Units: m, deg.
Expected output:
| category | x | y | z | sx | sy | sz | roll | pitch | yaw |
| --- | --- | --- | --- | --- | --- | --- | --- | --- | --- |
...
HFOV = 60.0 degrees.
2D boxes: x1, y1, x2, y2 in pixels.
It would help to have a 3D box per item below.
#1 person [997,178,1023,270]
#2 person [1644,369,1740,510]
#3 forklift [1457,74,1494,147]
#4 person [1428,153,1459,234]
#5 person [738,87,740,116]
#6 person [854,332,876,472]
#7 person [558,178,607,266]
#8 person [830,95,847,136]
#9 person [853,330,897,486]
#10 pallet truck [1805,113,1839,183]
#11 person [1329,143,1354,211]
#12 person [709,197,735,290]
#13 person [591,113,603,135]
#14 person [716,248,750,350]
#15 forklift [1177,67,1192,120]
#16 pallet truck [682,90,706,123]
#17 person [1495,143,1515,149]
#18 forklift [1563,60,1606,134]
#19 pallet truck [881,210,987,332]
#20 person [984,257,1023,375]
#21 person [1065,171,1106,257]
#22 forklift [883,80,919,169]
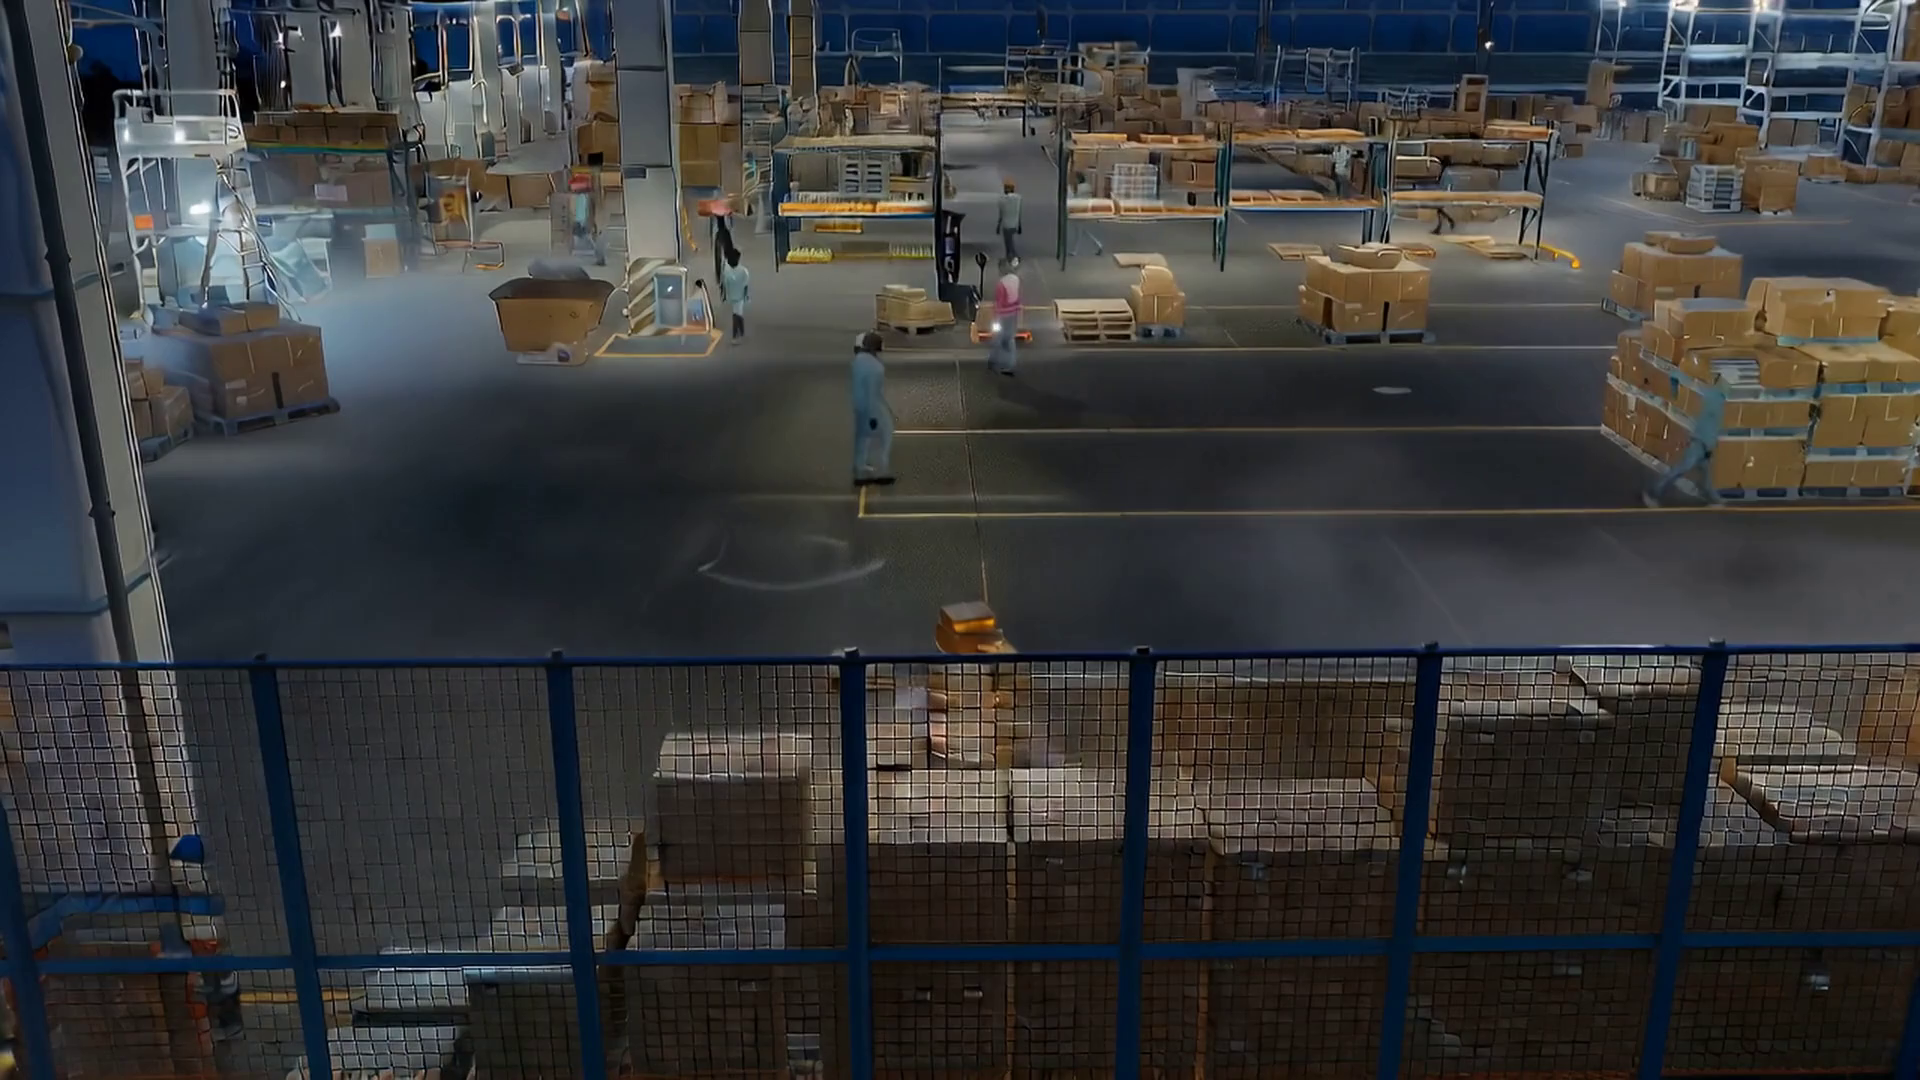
| category | x | y | z | sx | sy | sz | roll | pitch | yaw |
| --- | --- | --- | --- | --- | --- | --- | --- | --- | --- |
| person | 1.089 | -6.689 | 35.231 | 0.596 | 1.900 | 0.814 | -13 | 23 | -34 |
| person | 8.491 | -1.159 | 19.157 | 1.025 | 1.686 | 0.542 | 4 | 19 | 12 |
| forklift | 17.489 | -14.478 | 56.822 | 1.129 | 2.768 | 1.873 | -1 | 19 | -1 |
| person | 11.715 | -8.337 | 40.035 | 0.682 | 1.949 | 0.629 | -1 | 19 | -2 |
| person | -8.526 | -16.838 | 65.361 | 0.357 | 1.881 | 0.574 | 8 | 20 | 22 |
| person | -1.165 | -1.728 | 20.751 | 0.295 | 1.743 | 0.492 | -3 | 19 | -8 |
| person | -8.113 | -6.792 | 35.587 | 1.042 | 1.880 | 0.562 | -1 | 19 | -4 |
| person | -4.389 | -15.094 | 60.099 | 0.635 | 1.937 | 0.352 | -4 | 19 | -13 |
| person | -1.027 | -1.581 | 20.058 | 0.659 | 1.917 | 0.641 | -10 | 21 | -27 |
| pallet truck | 26.403 | -11.957 | 50.702 | 0.823 | 1.965 | 1.885 | 6 | 19 | 16 |
| person | 10.132 | -9.706 | 44.145 | 0.596 | 1.918 | 0.379 | 16 | 24 | 39 |
| person | -4.726 | -5.879 | 32.990 | 0.529 | 1.811 | 0.913 | -1 | 19 | -3 |
| person | -14.350 | -16.839 | 65.742 | 0.523 | 1.636 | 0.310 | 5 | 19 | 14 |
| person | -3.786 | -3.999 | 27.604 | 0.550 | 1.670 | 0.768 | 14 | 23 | 36 |
| forklift | 8.181 | -15.881 | 60.983 | 1.873 | 2.768 | 1.129 | 6 | 20 | 17 |
| pallet truck | -9.671 | -15.907 | 62.421 | 0.823 | 1.965 | 1.885 | 5 | 19 | 15 |
| person | 15.205 | -10.516 | 46.547 | 0.563 | 1.918 | 0.466 | 0 | 19 | 1 |
| forklift | 25.219 | -17.652 | 66.238 | 1.873 | 2.768 | 1.129 | 0 | 19 | -1 |
| pallet truck | -0.493 | -4.759 | 29.349 | 1.885 | 1.965 | 0.823 | -13 | 23 | -34 |
| person | 0.637 | -3.487 | 25.848 | 0.645 | 1.816 | 0.707 | -15 | 24 | -37 |
| person | 2.762 | -7.209 | 36.773 | 0.926 | 1.906 | 0.629 | -8 | 20 | -21 |
| forklift | -1.527 | -13.236 | 53.138 | 1.873 | 2.768 | 1.129 | -1 | 19 | -1 |
